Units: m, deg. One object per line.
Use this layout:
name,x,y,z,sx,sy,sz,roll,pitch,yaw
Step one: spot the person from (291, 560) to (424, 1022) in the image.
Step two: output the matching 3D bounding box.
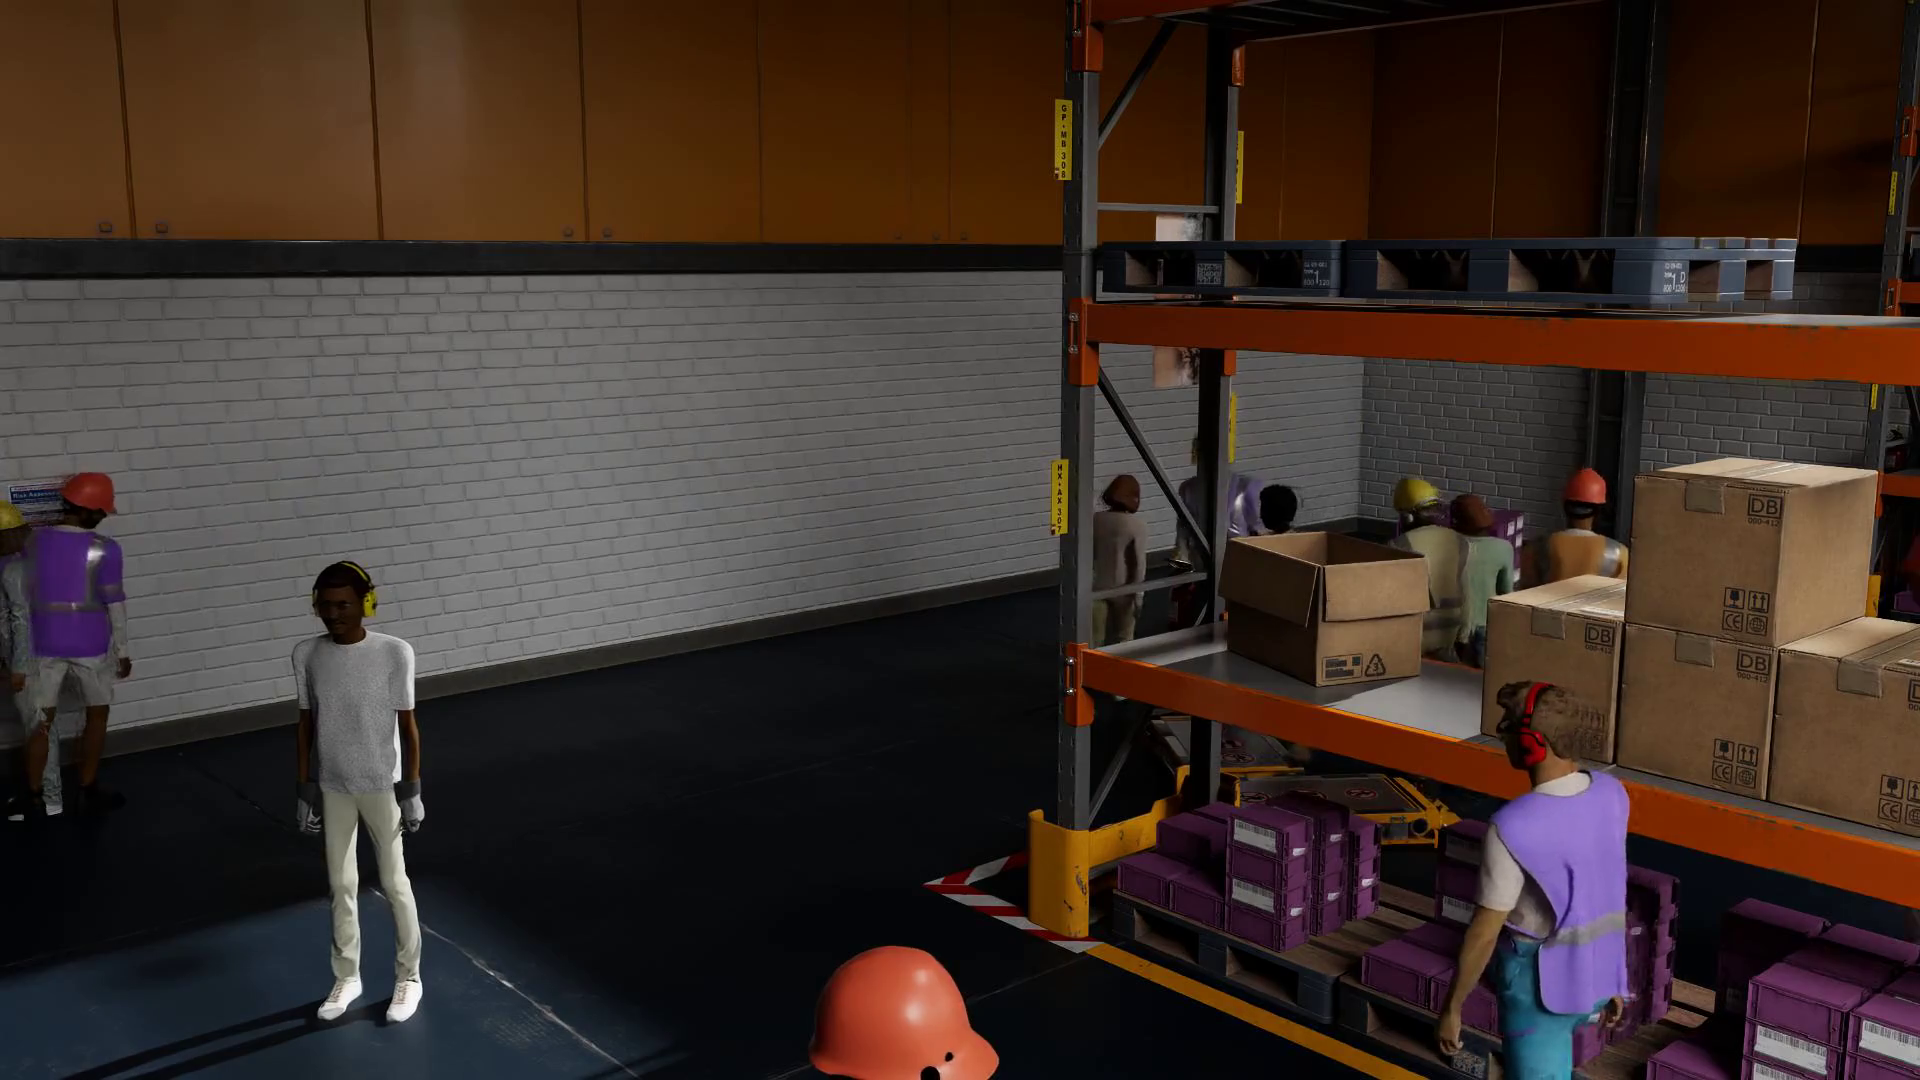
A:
person,-2.388,0.993,6.601,0.514,1.861,0.316,1,10,4

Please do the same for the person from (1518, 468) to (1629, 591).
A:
person,3.241,0.579,8.860,0.557,1.916,0.718,4,11,24

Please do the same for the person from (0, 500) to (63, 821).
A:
person,-5.089,0.644,8.992,0.313,1.740,0.486,-4,11,-24

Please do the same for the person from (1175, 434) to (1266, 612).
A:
person,1.741,0.195,11.162,0.613,1.891,0.542,7,12,37

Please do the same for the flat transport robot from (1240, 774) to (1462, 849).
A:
flat transport robot,1.885,1.425,8.710,1.431,0.197,0.652,-1,10,-5

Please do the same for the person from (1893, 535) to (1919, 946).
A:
person,3.867,0.925,6.622,0.656,1.979,0.667,7,12,37

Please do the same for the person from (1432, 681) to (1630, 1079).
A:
person,1.610,1.295,4.927,0.596,1.816,0.763,-8,12,-37

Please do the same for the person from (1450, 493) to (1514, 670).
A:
person,3.096,0.510,10.134,0.520,1.622,0.400,-1,10,-3

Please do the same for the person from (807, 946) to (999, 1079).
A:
person,-0.112,1.603,2.795,0.354,1.939,0.545,2,10,11

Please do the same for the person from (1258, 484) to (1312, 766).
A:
person,1.932,0.506,9.945,0.490,1.669,0.562,4,11,23

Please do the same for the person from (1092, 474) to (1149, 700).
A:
person,0.985,0.360,11.114,0.515,1.597,0.793,6,11,31

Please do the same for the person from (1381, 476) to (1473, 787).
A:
person,2.640,0.547,9.377,0.609,1.802,0.604,-4,10,-20

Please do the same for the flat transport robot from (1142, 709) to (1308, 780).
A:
flat transport robot,1.523,1.256,9.701,0.652,0.197,1.431,-1,10,-5

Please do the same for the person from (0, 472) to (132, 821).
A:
person,-4.898,0.579,8.994,0.783,1.886,0.365,-2,10,-10
